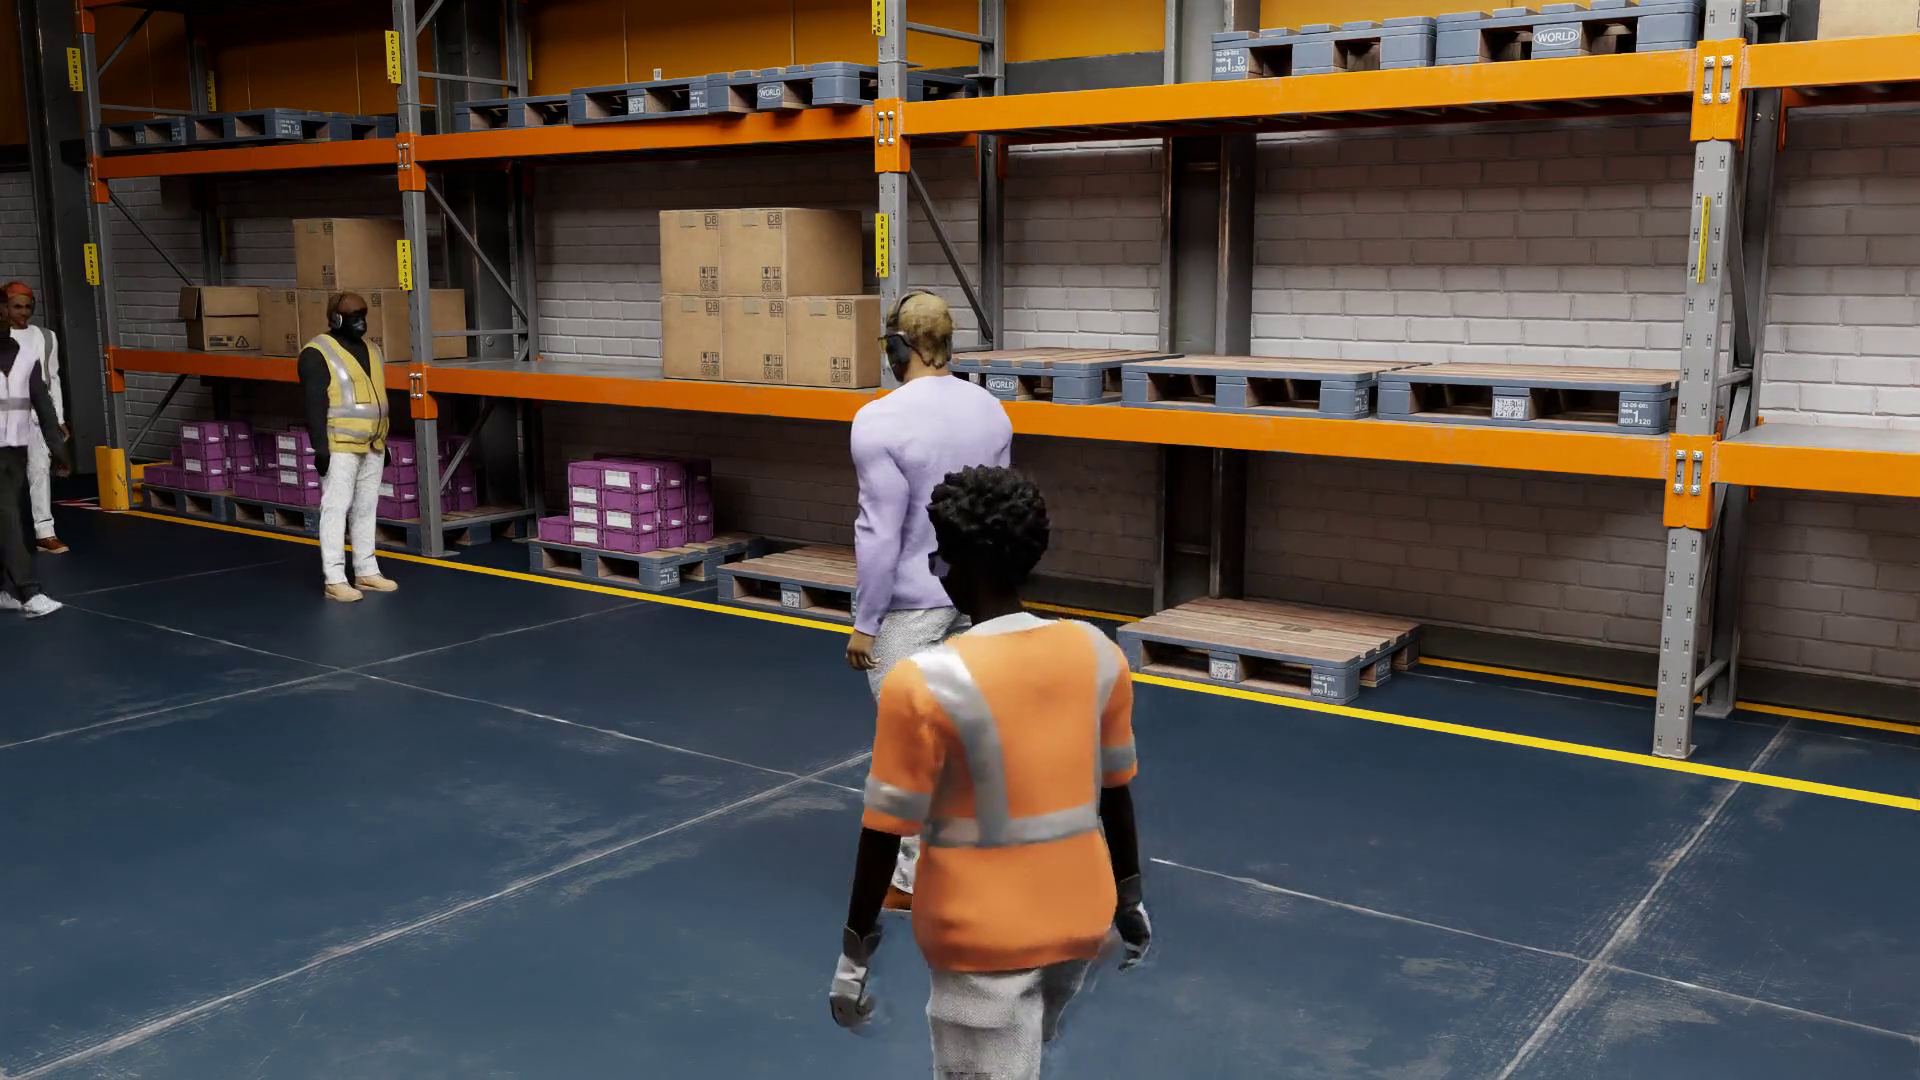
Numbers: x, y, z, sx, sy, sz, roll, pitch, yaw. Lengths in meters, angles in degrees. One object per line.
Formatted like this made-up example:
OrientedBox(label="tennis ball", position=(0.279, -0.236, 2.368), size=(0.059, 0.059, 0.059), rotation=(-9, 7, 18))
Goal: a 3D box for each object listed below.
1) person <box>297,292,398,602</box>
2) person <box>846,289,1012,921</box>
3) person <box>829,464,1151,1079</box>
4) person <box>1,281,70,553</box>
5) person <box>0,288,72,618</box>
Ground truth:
OrientedBox(label="person", position=(-3.649, -0.564, 9.998), size=(0.429, 1.839, 0.634), rotation=(4, 10, 20))
OrientedBox(label="person", position=(-0.099, 0.205, 5.125), size=(0.354, 1.936, 0.635), rotation=(8, 13, 41))
OrientedBox(label="person", position=(0.045, 0.693, 3.009), size=(0.630, 1.651, 0.719), rotation=(-8, 12, -40))
OrientedBox(label="person", position=(-6.414, -0.820, 11.381), size=(0.355, 1.886, 0.572), rotation=(7, 12, 35))
OrientedBox(label="person", position=(-5.379, -0.495, 9.462), size=(0.927, 1.879, 0.616), rotation=(4, 10, 20))
